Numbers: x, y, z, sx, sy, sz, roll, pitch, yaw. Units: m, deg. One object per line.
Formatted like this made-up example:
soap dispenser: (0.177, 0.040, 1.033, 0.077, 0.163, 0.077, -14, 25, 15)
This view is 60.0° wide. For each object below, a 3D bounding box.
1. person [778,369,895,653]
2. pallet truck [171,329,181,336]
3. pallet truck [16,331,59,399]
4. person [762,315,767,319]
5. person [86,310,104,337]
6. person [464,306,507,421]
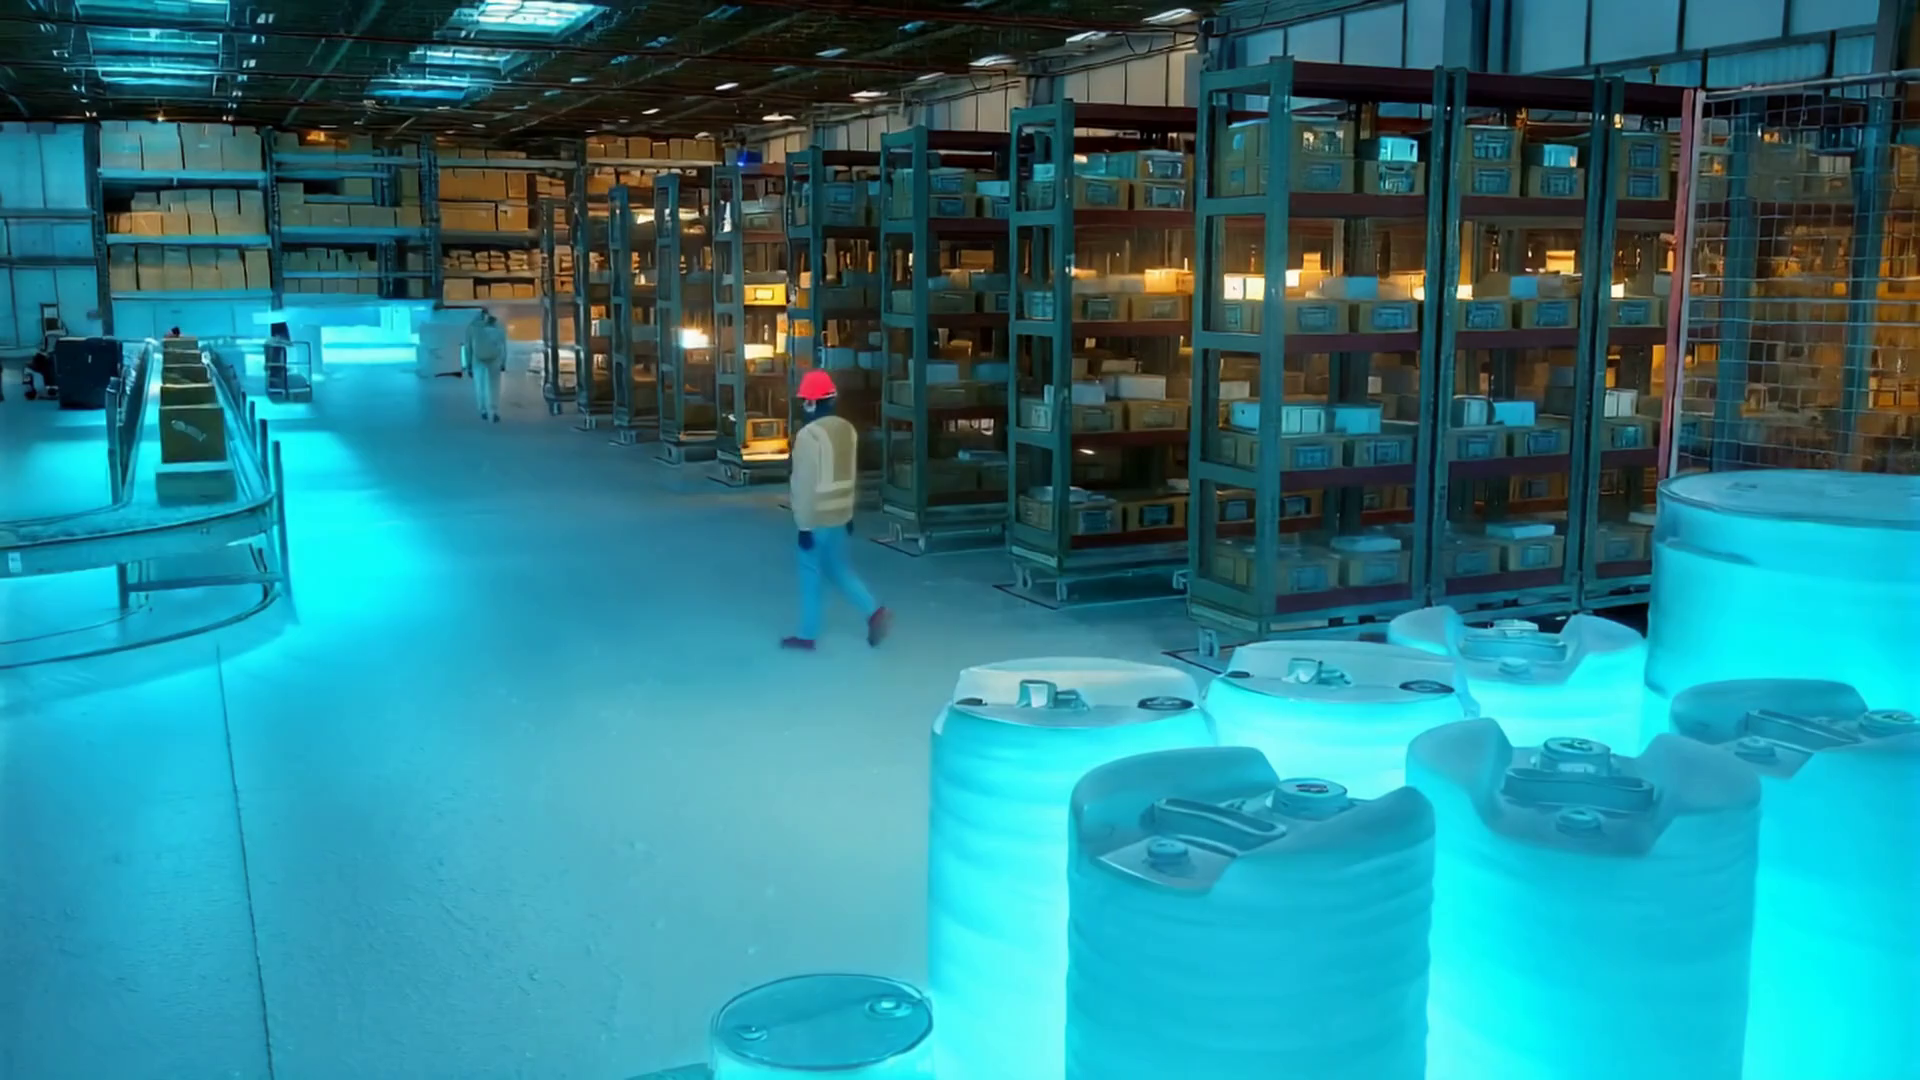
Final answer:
person: (-0.801, -0.164, 10.427, 0.700, 1.812, 0.599, 5, 10, 28)
pallet truck: (-17.275, -3.851, 35.096, 1.601, 1.201, 0.680, 0, 9, 1)
pallet truck: (-17.082, -3.353, 31.781, 1.630, 1.274, 0.653, -4, 10, -25)
person: (-4.114, -4.232, 35.095, 0.391, 1.991, 0.612, 4, 10, 22)
person: (-19.083, -4.309, 36.830, 0.875, 1.576, 0.509, 0, 9, -2)
person: (-7.647, -2.834, 26.837, 0.667, 1.856, 0.967, -3, 10, -19)
